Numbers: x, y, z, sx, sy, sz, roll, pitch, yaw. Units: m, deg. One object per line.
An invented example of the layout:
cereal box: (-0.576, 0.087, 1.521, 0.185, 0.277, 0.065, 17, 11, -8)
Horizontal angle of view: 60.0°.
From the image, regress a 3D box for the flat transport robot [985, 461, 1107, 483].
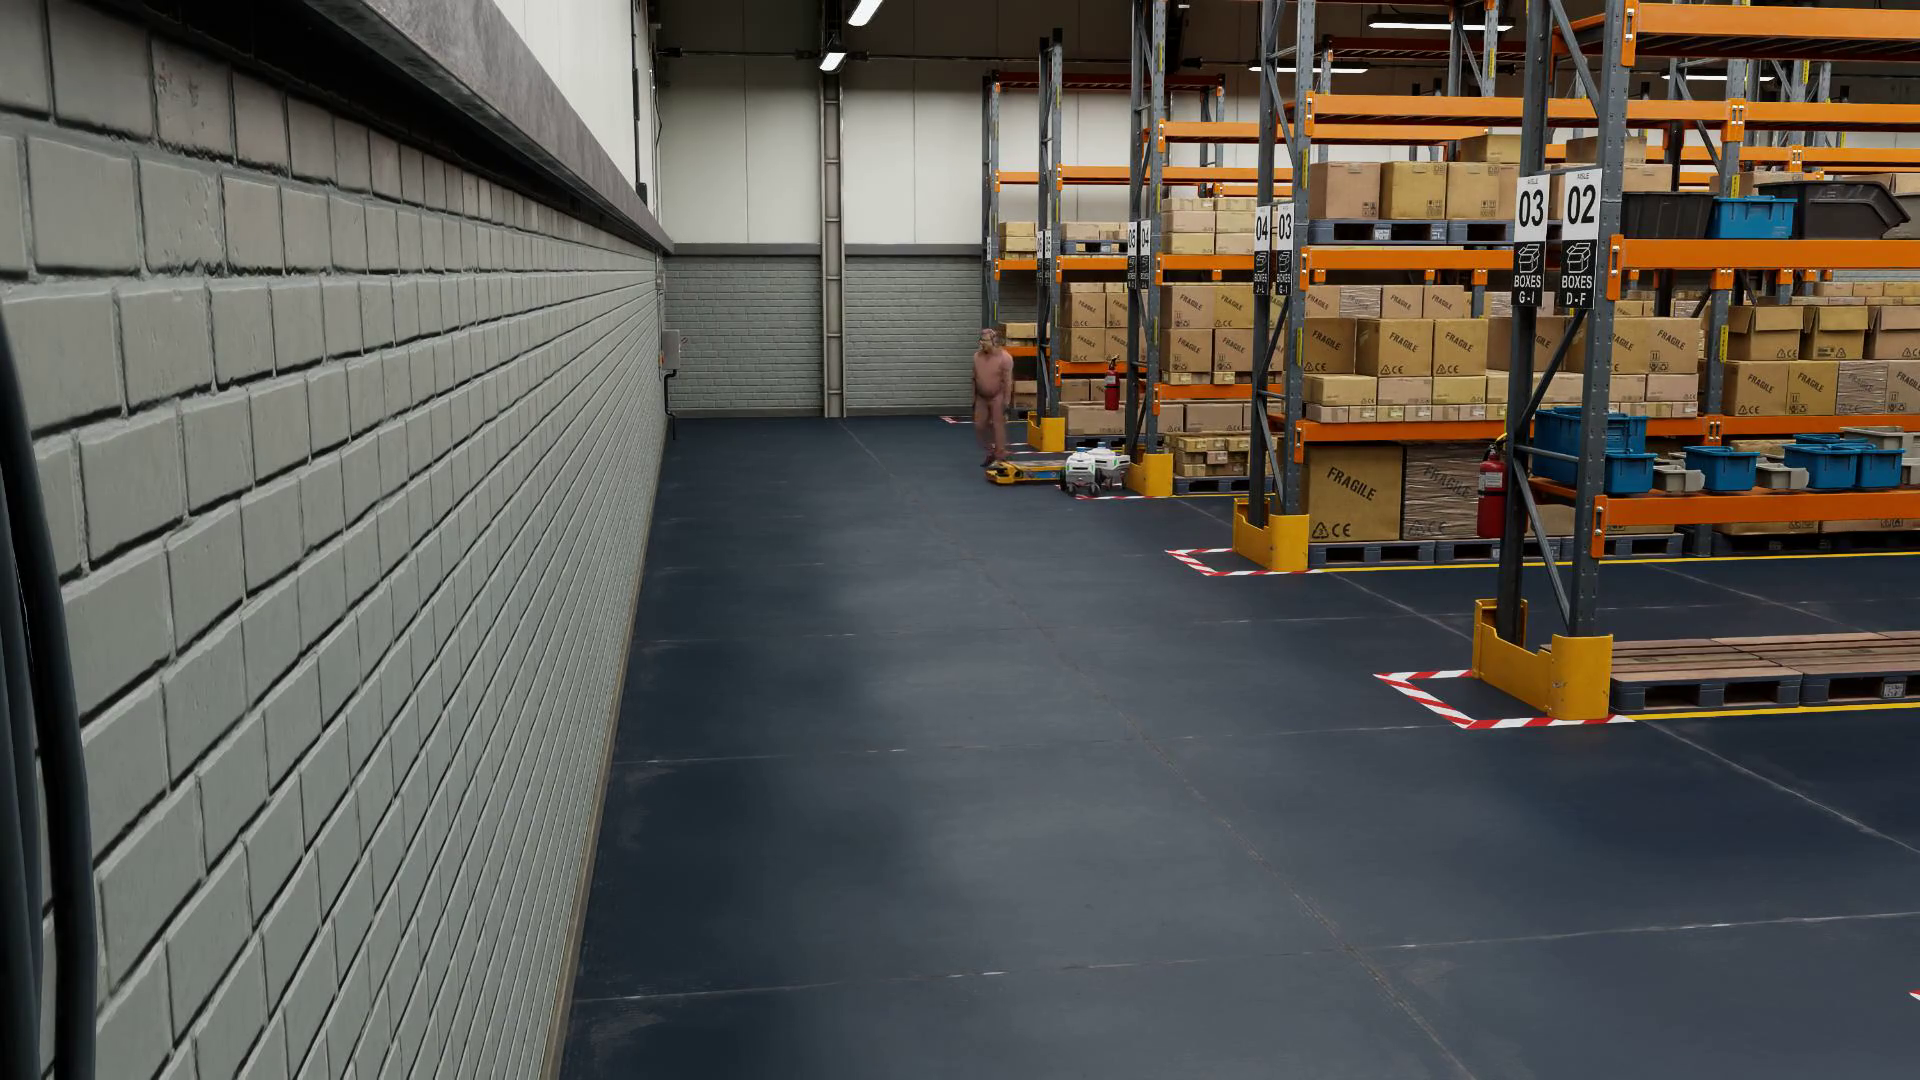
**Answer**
flat transport robot: (1.085, -0.867, 20.940, 1.431, 0.197, 0.652, -2, 9, -12)

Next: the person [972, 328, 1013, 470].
person: (0.412, -1.873, 22.172, 0.672, 1.883, 0.413, 6, 11, 34)

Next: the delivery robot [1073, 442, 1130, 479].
delivery robot: (1.723, -0.948, 20.277, 0.707, 0.478, 0.477, 8, 12, 42)

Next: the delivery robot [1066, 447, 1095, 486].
delivery robot: (1.433, -0.861, 19.742, 0.477, 0.478, 0.707, 1, 9, 5)
